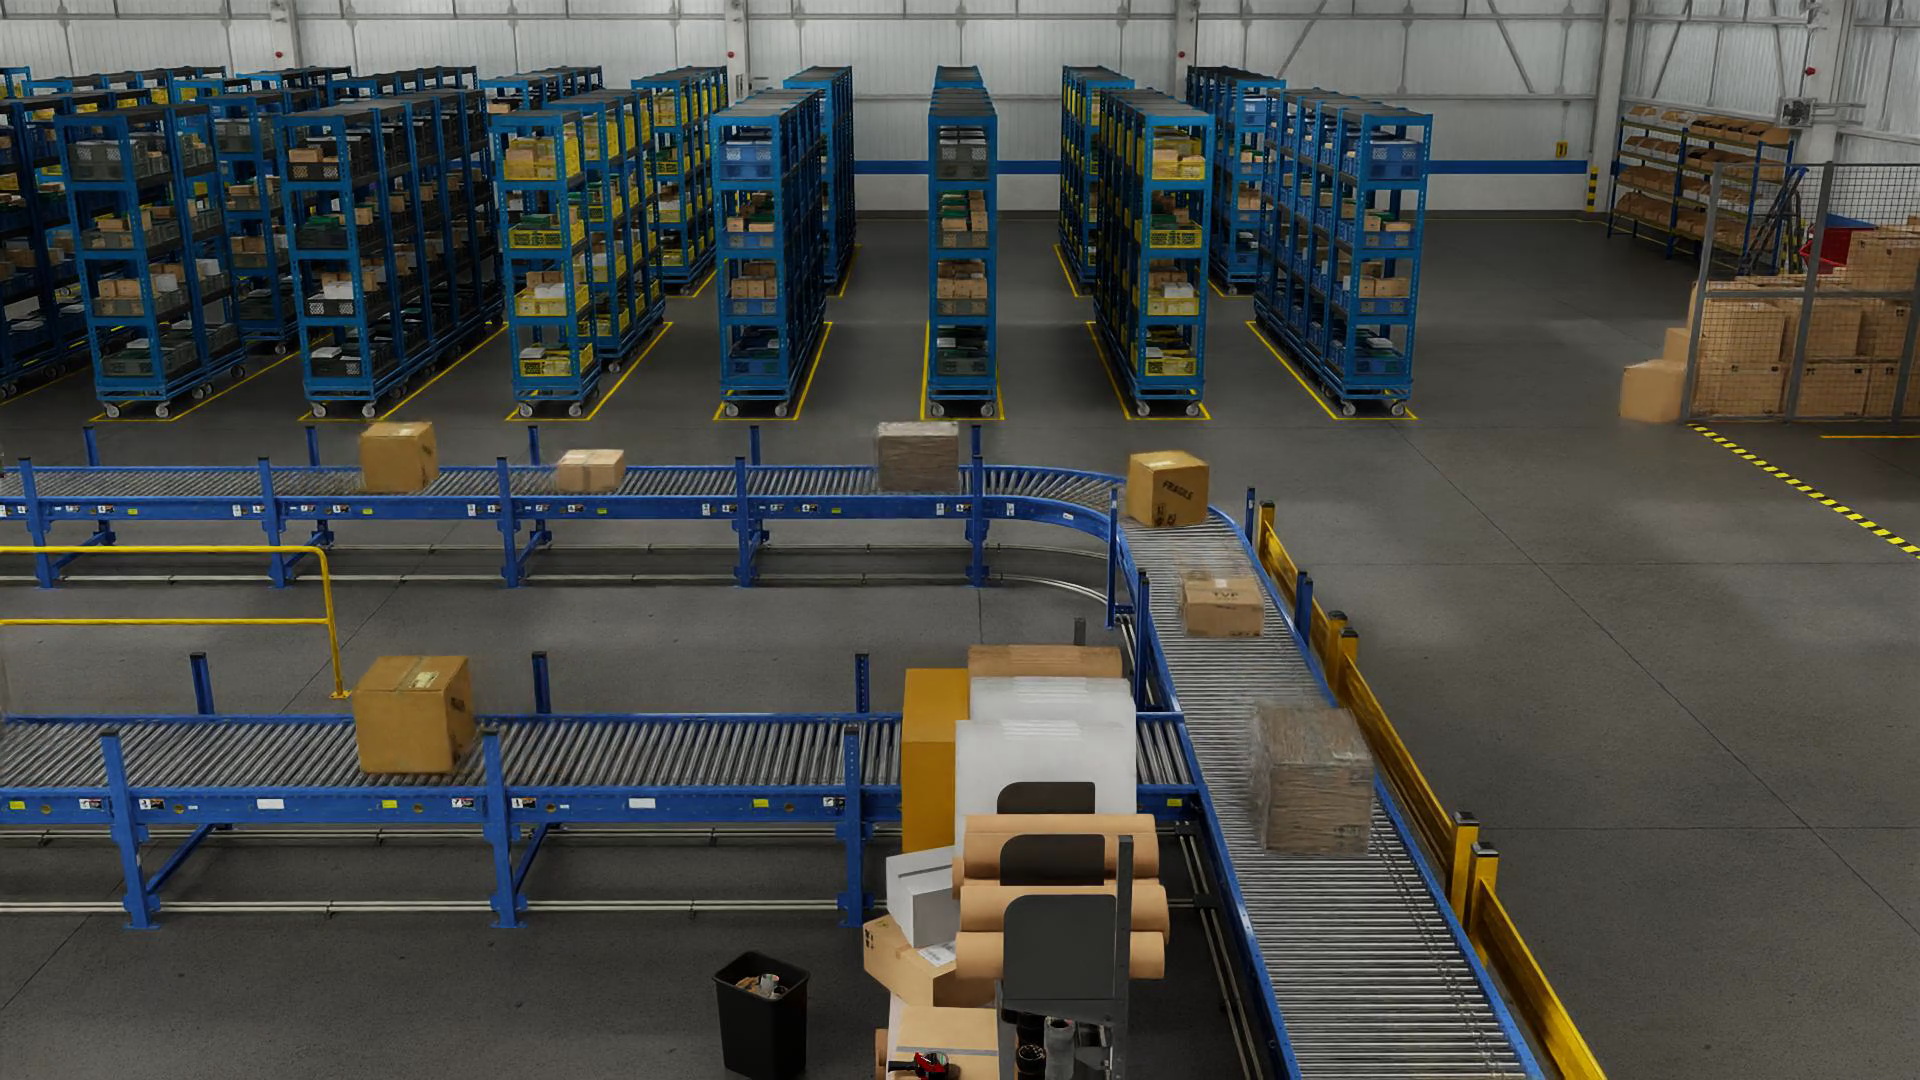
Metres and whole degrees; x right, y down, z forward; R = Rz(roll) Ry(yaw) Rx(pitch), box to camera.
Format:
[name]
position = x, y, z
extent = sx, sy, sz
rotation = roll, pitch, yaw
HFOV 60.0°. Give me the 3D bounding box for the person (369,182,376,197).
[person]
position = -12.766, -7.585, 36.015
extent = 0.375, 1.844, 0.567
rotation = 16, 24, 40
